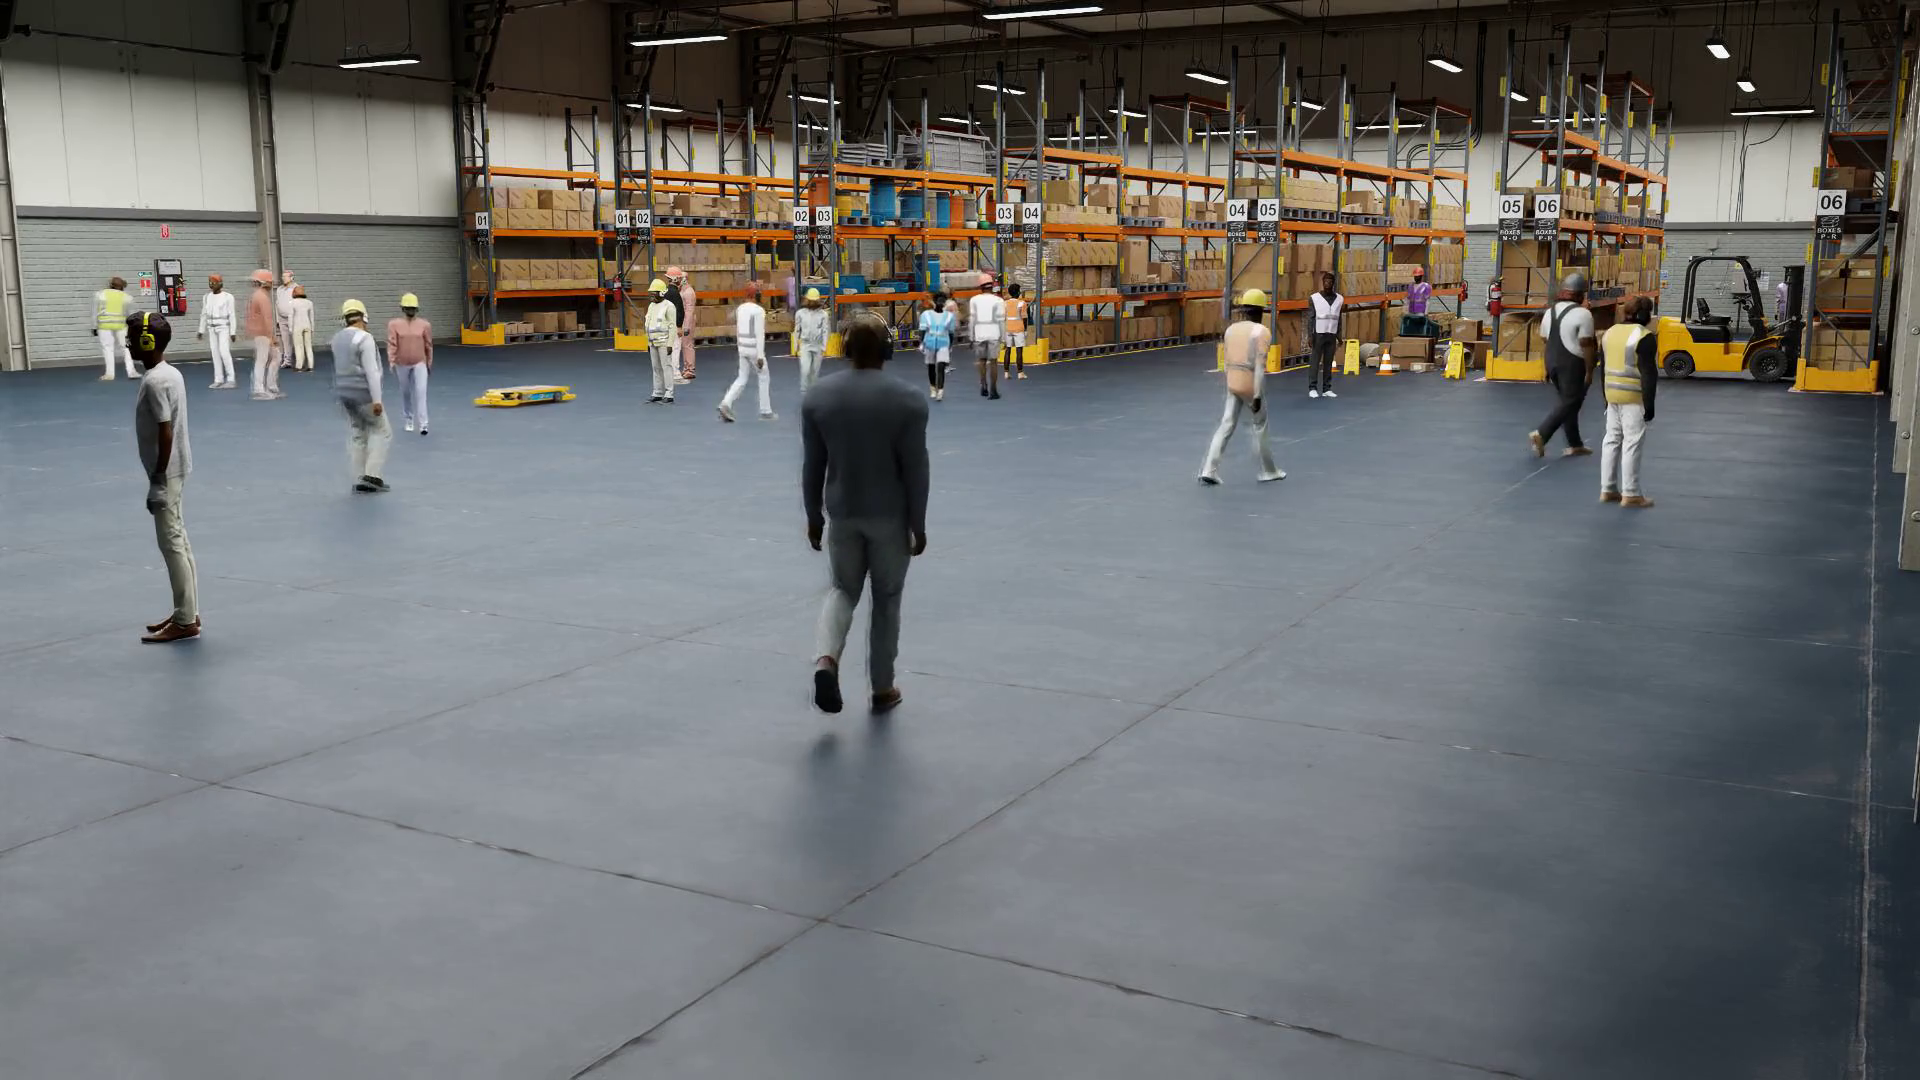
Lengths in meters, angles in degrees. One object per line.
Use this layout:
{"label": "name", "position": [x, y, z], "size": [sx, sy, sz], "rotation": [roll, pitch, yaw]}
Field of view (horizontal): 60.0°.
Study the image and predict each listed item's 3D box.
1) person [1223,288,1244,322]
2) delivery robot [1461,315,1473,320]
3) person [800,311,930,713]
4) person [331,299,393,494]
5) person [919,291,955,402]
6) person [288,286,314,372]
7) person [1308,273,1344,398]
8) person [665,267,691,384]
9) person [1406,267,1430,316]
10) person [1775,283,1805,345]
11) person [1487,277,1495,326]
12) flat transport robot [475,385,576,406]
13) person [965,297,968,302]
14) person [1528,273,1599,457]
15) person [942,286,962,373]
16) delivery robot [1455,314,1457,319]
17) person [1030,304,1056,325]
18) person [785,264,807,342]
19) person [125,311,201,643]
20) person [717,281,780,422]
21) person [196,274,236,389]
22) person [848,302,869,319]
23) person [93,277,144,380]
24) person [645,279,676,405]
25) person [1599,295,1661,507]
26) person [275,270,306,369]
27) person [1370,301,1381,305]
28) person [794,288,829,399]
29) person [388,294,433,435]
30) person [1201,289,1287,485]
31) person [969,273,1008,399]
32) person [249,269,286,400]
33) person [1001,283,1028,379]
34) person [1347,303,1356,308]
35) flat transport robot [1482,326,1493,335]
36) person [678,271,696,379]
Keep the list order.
{"label": "person", "position": [5.778, -4.668, 34.606], "size": [0.659, 1.890, 0.590], "rotation": [6, 11, 30]}
{"label": "delivery robot", "position": [13.774, -5.922, 45.577], "size": [0.707, 0.478, 0.477], "rotation": [-1, 10, -5]}
{"label": "person", "position": [-0.461, -0.100, 7.761], "size": [0.626, 1.925, 0.656], "rotation": [3, 10, 16]}
{"label": "person", "position": [-5.493, -1.314, 15.294], "size": [0.622, 1.783, 0.436], "rotation": [7, 12, 35]}
{"label": "person", "position": [-0.348, -2.943, 25.183], "size": [0.527, 1.659, 0.885], "rotation": [0, 10, 1]}
{"label": "person", "position": [-12.400, -3.971, 31.314], "size": [0.295, 1.624, 0.507], "rotation": [8, 12, 38]}
{"label": "person", "position": [5.640, -3.161, 25.710], "size": [0.590, 1.916, 0.391], "rotation": [-3, 10, -17]}
{"label": "person", "position": [-4.862, -3.651, 28.352], "size": [0.376, 1.995, 0.608], "rotation": [-5, 11, -28]}
{"label": "person", "position": [10.128, -5.079, 36.882], "size": [0.374, 1.935, 0.551], "rotation": [-9, 13, -41]}
{"label": "person", "position": [18.430, -5.083, 36.964], "size": [0.585, 1.919, 0.388], "rotation": [5, 11, 25]}
{"label": "person", "position": [14.945, -6.572, 46.577], "size": [0.352, 1.630, 0.608], "rotation": [0, 10, -2]}
{"label": "flat transport robot", "position": [-6.414, -2.148, 24.591], "size": [0.652, 0.197, 1.431], "rotation": [5, 11, 29]}
{"label": "person", "position": [0.458, -7.807, 52.979], "size": [1.020, 1.903, 0.613], "rotation": [5, 11, 28]}
{"label": "person", "position": [6.544, -1.901, 17.971], "size": [0.901, 2.000, 0.689], "rotation": [-3, 10, -18]}
{"label": "person", "position": [-0.164, -3.933, 31.096], "size": [0.718, 1.609, 0.550], "rotation": [-9, 13, -42]}
{"label": "delivery robot", "position": [13.797, -6.030, 46.216], "size": [0.477, 0.478, 0.707], "rotation": [0, 10, 1]}
{"label": "person", "position": [1.873, -5.203, 37.647], "size": [0.622, 1.932, 0.370], "rotation": [0, 10, 3]}
{"label": "person", "position": [-3.963, -5.786, 40.759], "size": [0.625, 2.026, 0.439], "rotation": [7, 12, 36]}
{"label": "person", "position": [-4.528, -0.358, 9.420], "size": [0.320, 1.876, 0.533], "rotation": [-3, 10, -18]}
{"label": "person", "position": [-2.804, -2.470, 21.866], "size": [0.902, 1.855, 0.619], "rotation": [-9, 13, -43]}
{"label": "person", "position": [-12.212, -3.420, 27.348], "size": [0.599, 1.880, 0.430], "rotation": [3, 10, 19]}
{"label": "person", "position": [-2.583, -5.909, 42.702], "size": [0.517, 1.595, 0.784], "rotation": [4, 10, 22]}
{"label": "person", "position": [-14.825, -3.707, 29.245], "size": [0.734, 1.807, 0.468], "rotation": [-5, 11, -28]}
{"label": "person", "position": [-4.420, -2.909, 24.477], "size": [0.589, 1.834, 0.403], "rotation": [9, 13, 43]}
{"label": "person", "position": [5.871, -1.217, 14.551], "size": [0.429, 1.839, 0.633], "rotation": [-3, 10, -16]}
{"label": "person", "position": [-12.931, -4.246, 32.078], "size": [0.643, 1.913, 0.410], "rotation": [3, 10, 16]}
{"label": "person", "position": [11.105, -6.291, 44.045], "size": [0.560, 1.916, 0.725], "rotation": [5, 11, 29]}
{"label": "person", "position": [-2.123, -2.761, 23.954], "size": [0.501, 1.705, 0.577], "rotation": [-3, 10, -17]}
{"label": "person", "position": [-6.749, -2.161, 20.455], "size": [0.527, 1.721, 0.923], "rotation": [-3, 10, -17]}
{"label": "person", "position": [2.707, -1.455, 15.884], "size": [1.016, 1.874, 0.596], "rotation": [-8, 12, -38]}
{"label": "person", "position": [0.435, -3.097, 25.349], "size": [0.604, 1.907, 0.430], "rotation": [3, 10, 16]}
{"label": "person", "position": [-10.513, -3.116, 25.294], "size": [0.644, 1.973, 0.643], "rotation": [-4, 11, -24]}
{"label": "person", "position": [0.956, -3.684, 29.412], "size": [0.530, 1.696, 0.322], "rotation": [5, 11, 25]}
{"label": "person", "position": [9.809, -6.082, 42.558], "size": [0.618, 2.004, 0.992], "rotation": [7, 12, 34]}
{"label": "flat transport robot", "position": [14.459, -5.772, 45.809], "size": [0.652, 0.197, 1.431], "rotation": [-1, 10, -5]}
{"label": "person", "position": [-4.908, -3.822, 29.612], "size": [0.409, 1.908, 0.639], "rotation": [-3, 10, -18]}
